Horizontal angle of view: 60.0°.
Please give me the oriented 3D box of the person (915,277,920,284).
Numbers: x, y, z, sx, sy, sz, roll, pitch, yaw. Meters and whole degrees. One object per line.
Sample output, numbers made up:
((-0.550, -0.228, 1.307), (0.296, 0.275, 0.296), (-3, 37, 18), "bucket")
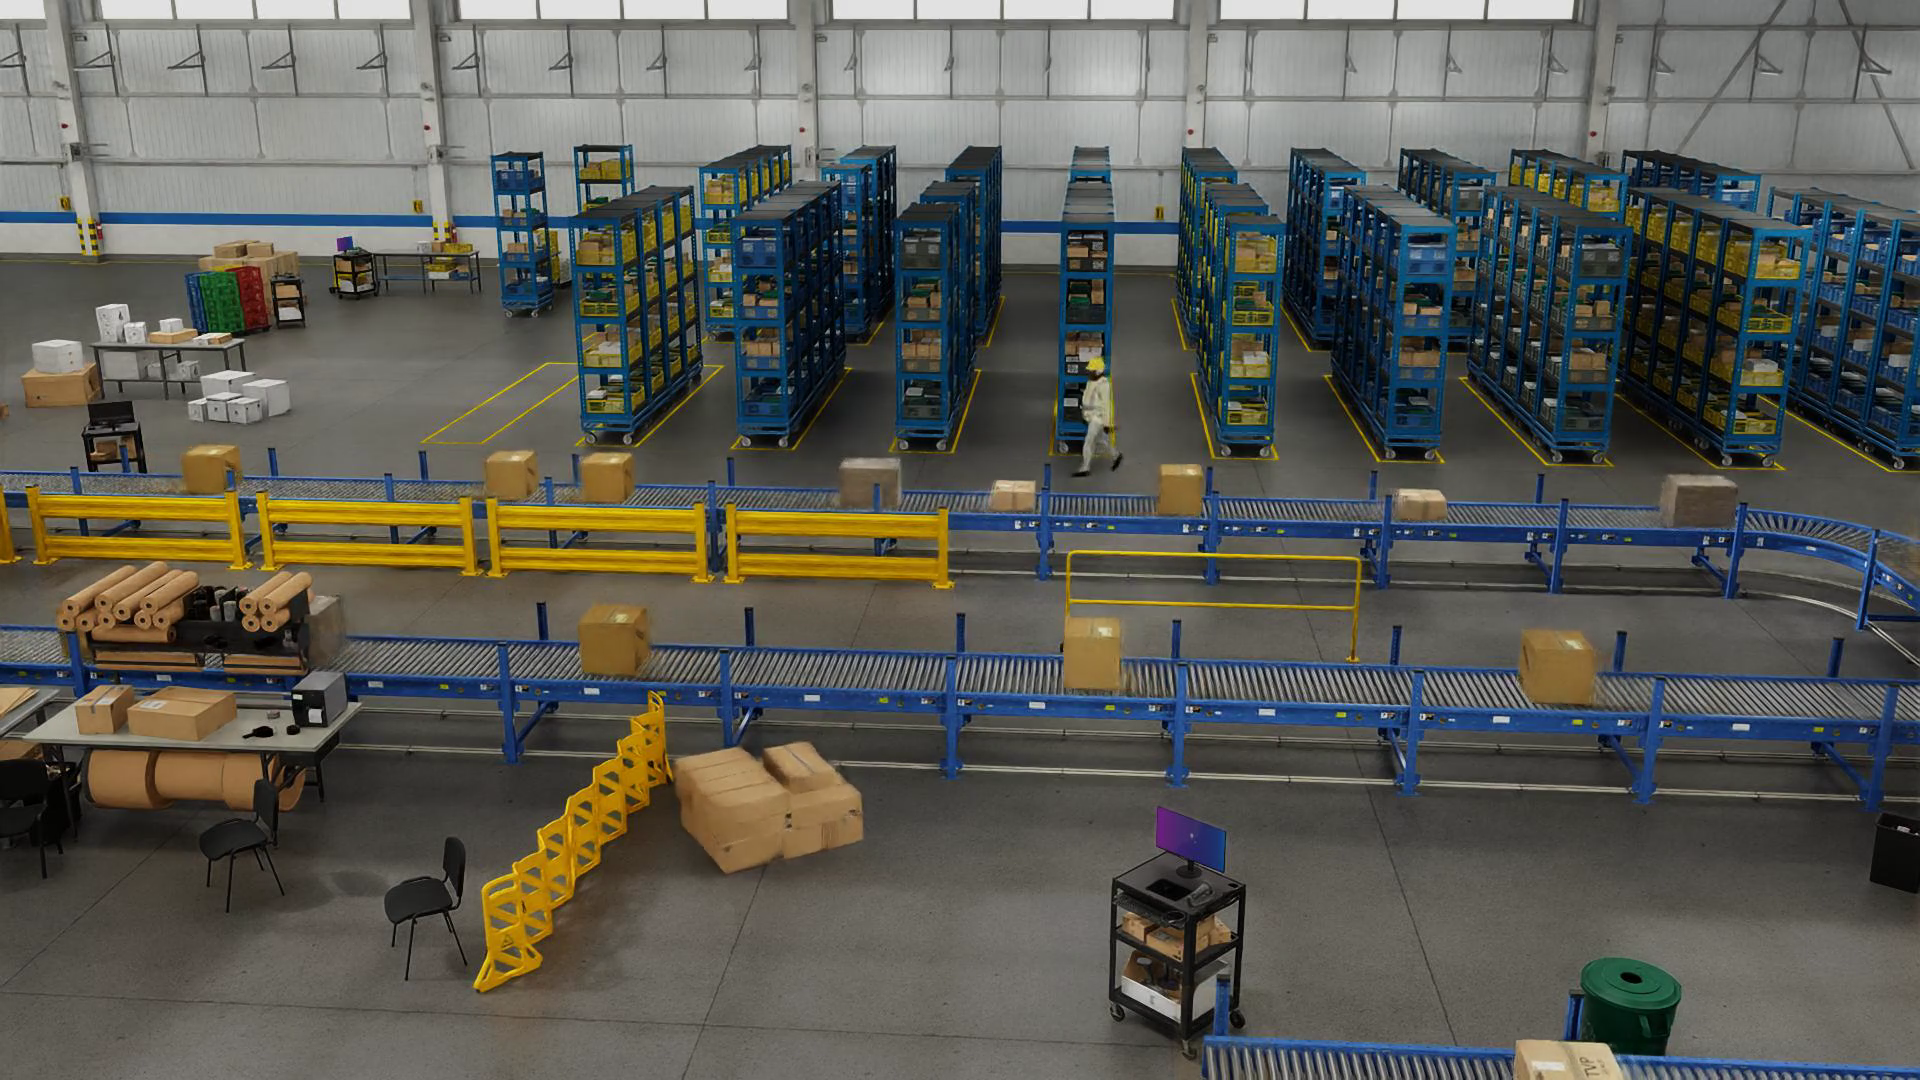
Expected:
((-0.896, -6.629, 39.657), (0.557, 1.805, 0.968), (-2, 18, -6), "person")

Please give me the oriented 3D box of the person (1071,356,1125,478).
((2.048, -1.815, 24.371), (0.818, 1.810, 0.597), (-4, 18, -14), "person")
